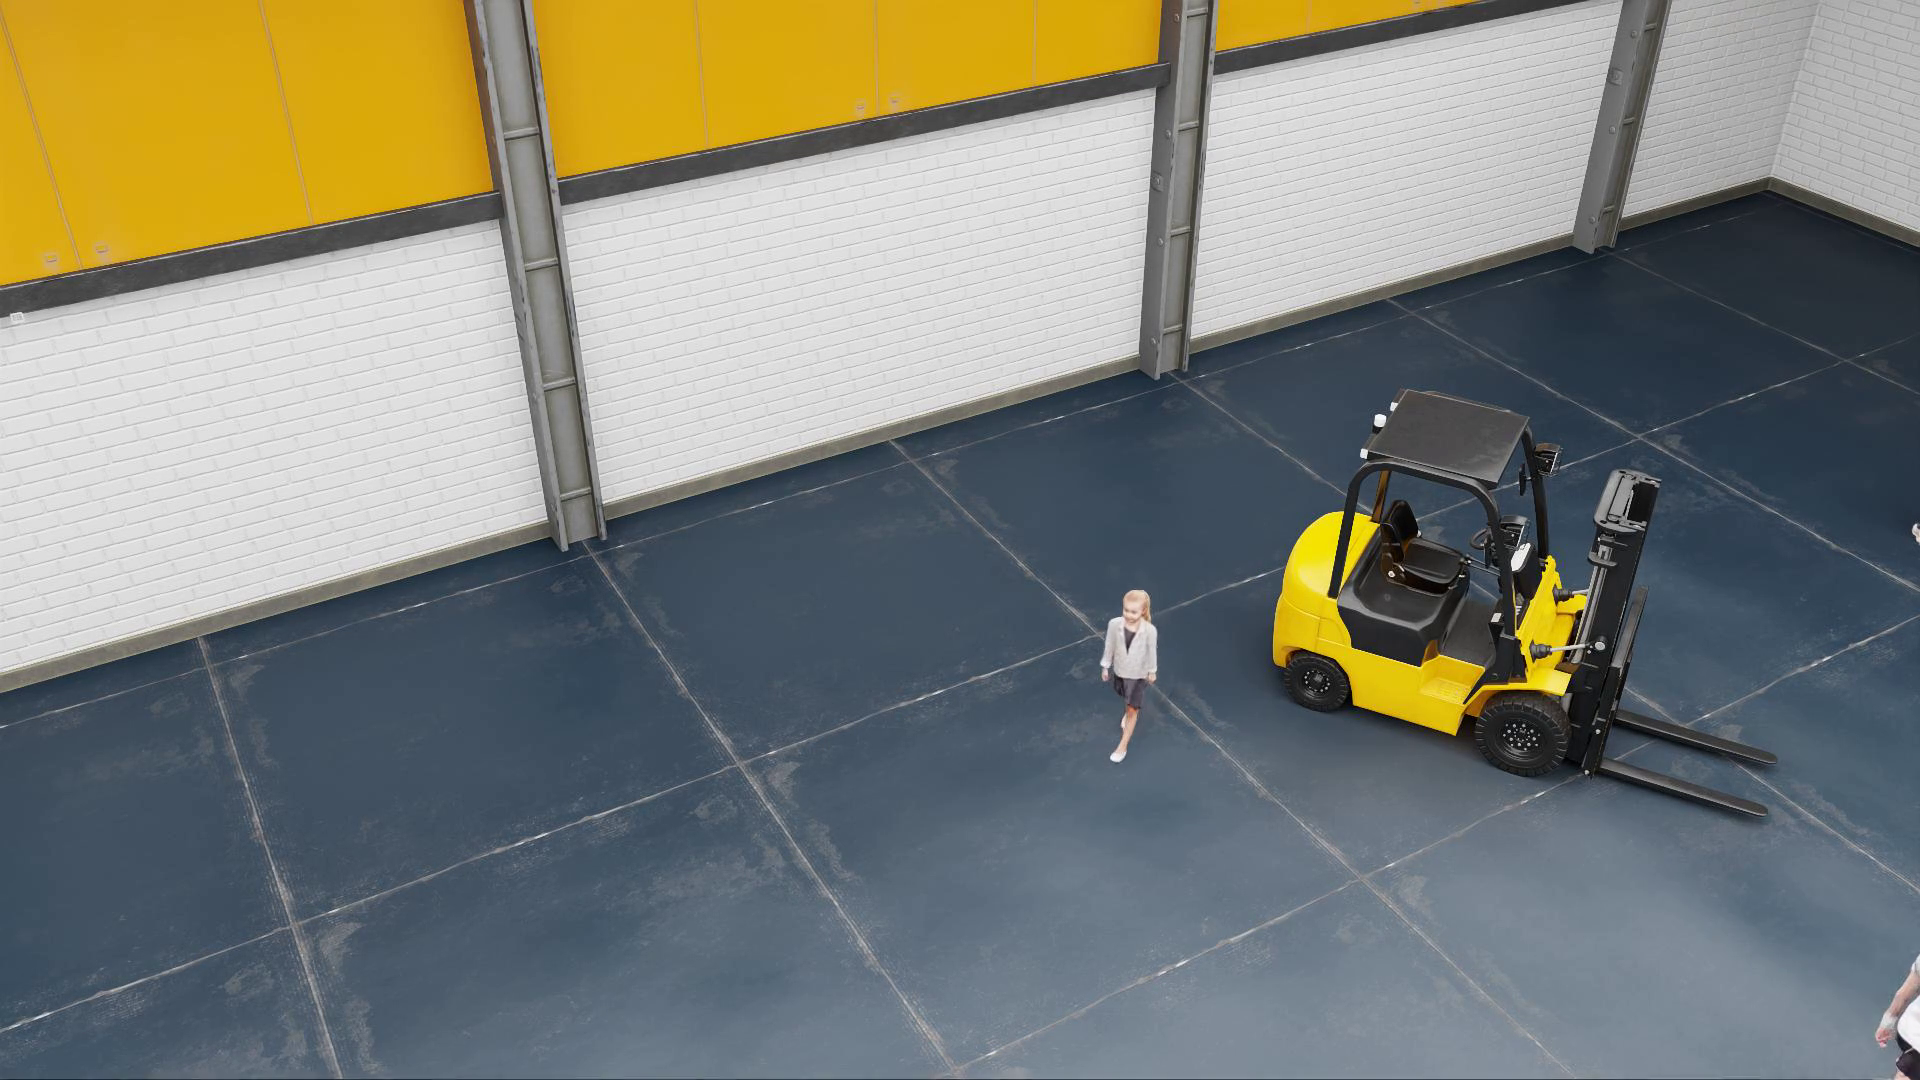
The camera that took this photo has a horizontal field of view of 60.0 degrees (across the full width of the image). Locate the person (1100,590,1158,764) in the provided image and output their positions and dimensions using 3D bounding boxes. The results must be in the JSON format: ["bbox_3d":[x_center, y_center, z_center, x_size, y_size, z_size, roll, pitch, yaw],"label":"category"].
[{"bbox_3d":[1.194,0.857,11.467,0.798,1.242,0.952,16,37,23],"label":"person"}]
